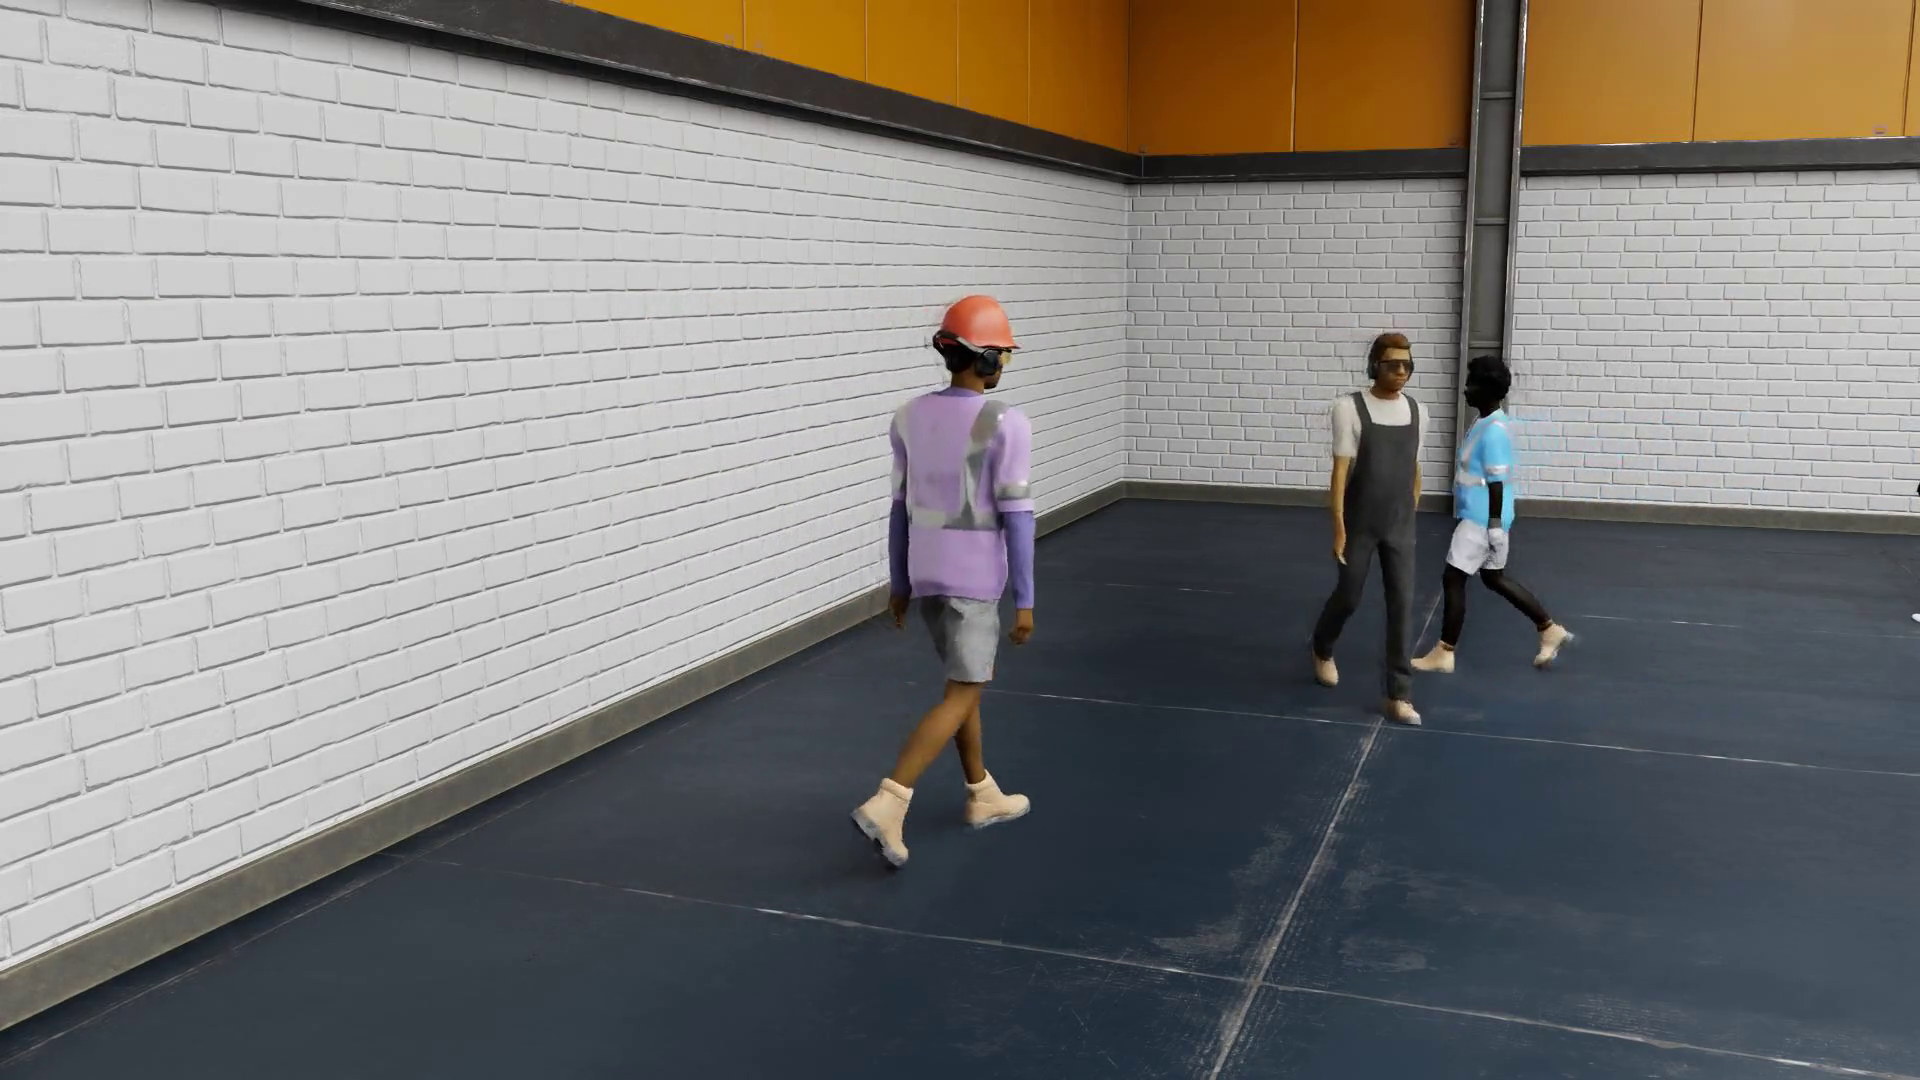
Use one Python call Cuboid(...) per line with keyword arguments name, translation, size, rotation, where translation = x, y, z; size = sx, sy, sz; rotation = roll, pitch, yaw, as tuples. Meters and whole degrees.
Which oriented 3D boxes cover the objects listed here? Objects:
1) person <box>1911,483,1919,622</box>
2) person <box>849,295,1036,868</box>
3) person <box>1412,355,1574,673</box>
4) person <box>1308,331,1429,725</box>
Cuboid(name="person", translation=(5.907, -0.439, 9.772), size=(0.590, 1.926, 0.388), rotation=(-2, 9, -10))
Cuboid(name="person", translation=(-0.059, 0.141, 5.910), size=(0.619, 2.013, 0.951), rotation=(8, 12, 42))
Cuboid(name="person", translation=(2.777, -0.124, 8.598), size=(0.787, 1.668, 0.531), rotation=(3, 9, 17))
Cuboid(name="person", translation=(1.958, -0.087, 7.933), size=(0.518, 1.824, 0.860), rotation=(-2, 9, -11))
